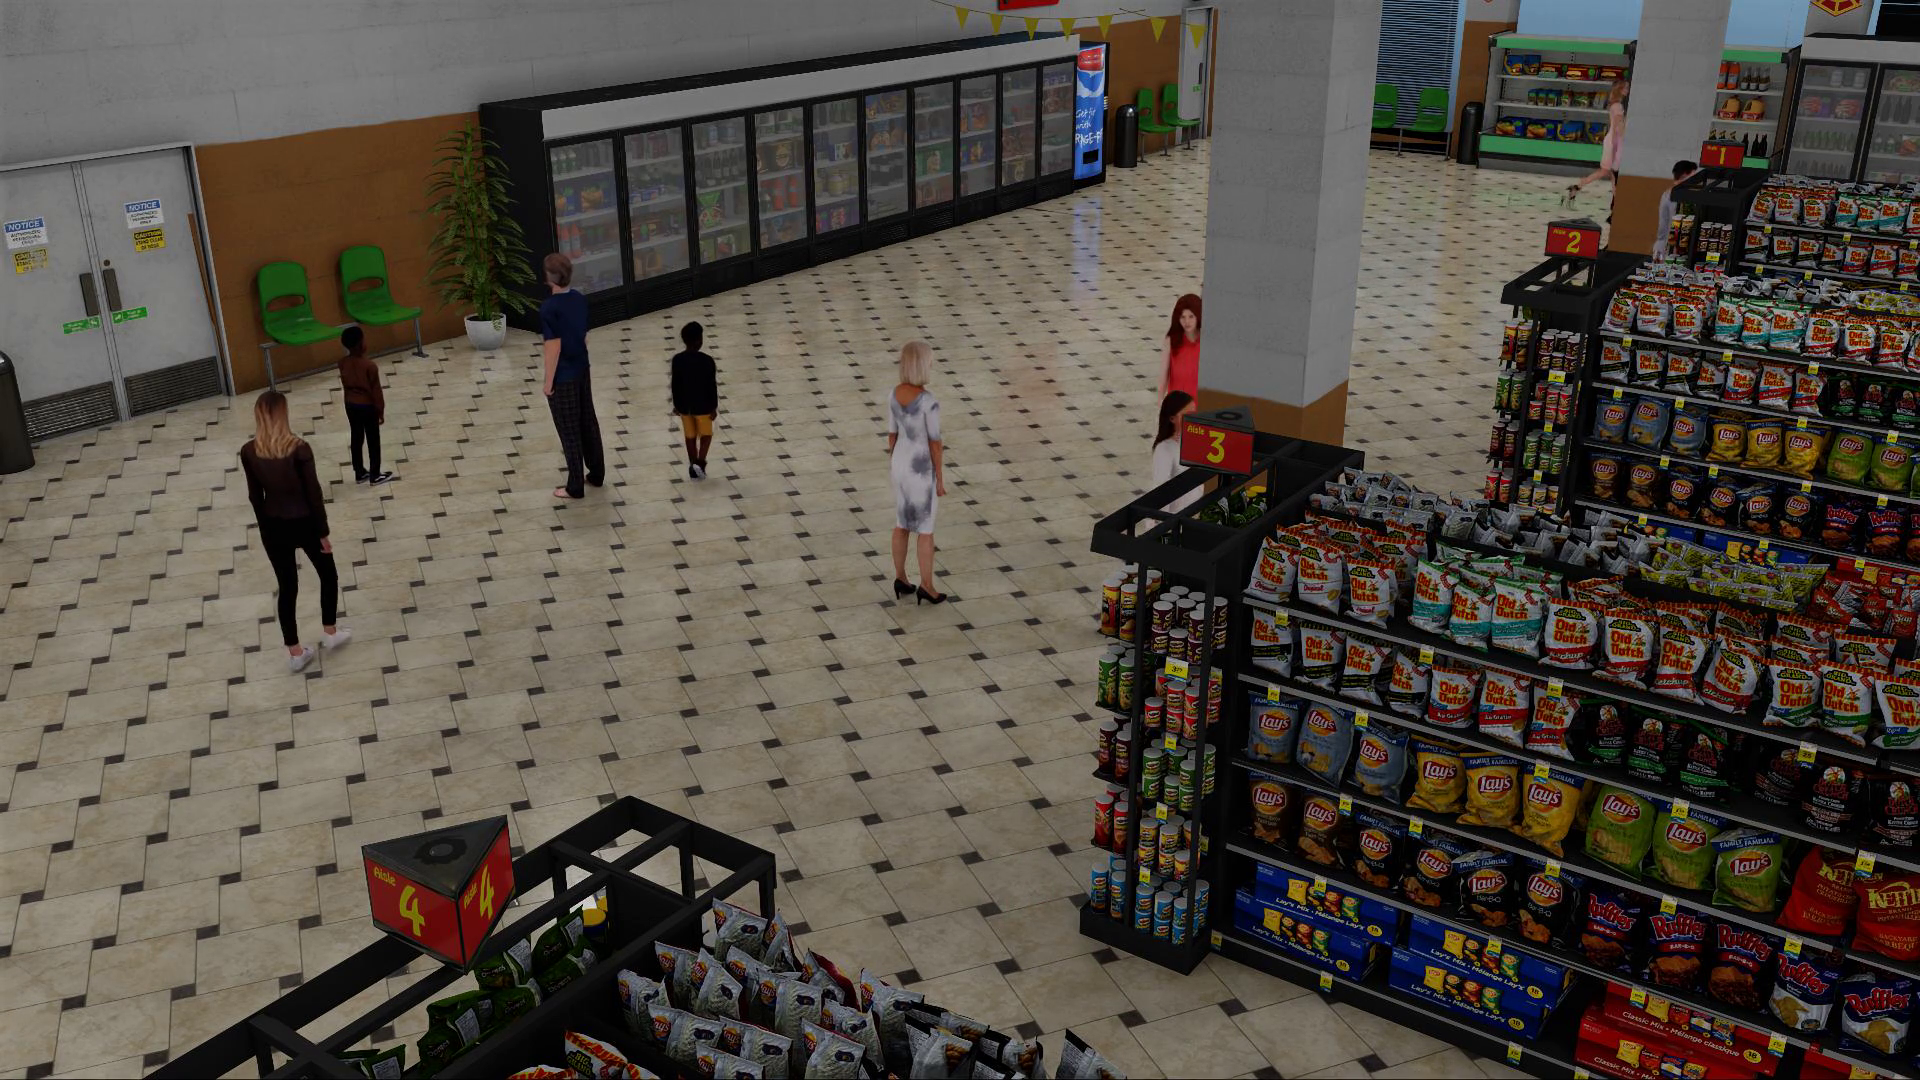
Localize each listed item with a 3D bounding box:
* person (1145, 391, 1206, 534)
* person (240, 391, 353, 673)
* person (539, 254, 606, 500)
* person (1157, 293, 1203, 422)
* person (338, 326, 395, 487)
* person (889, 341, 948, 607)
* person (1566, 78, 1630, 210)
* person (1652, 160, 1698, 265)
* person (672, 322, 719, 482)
[{"bbox_3d":[1.228,-0.102,10.029,0.993,1.671,0.687,11,24,26],"label":"person"},{"bbox_3d":[-3.976,-0.017,9.797,0.821,1.686,0.873,2,22,4],"label":"person"},{"bbox_3d":[-2.959,-1.248,12.616,0.596,1.870,0.693,10,24,24],"label":"person"},{"bbox_3d":[1.667,-0.908,11.907,1.055,1.767,0.980,-1,22,-1],"label":"person"},{"bbox_3d":[-4.659,-1.044,12.936,0.490,1.253,0.621,7,23,17],"label":"person"},{"bbox_3d":[-0.289,-0.430,10.741,0.457,1.750,0.634,17,27,36],"label":"person"},{"bbox_3d":[9.067,-5.539,23.382,1.157,1.804,0.851,5,23,13],"label":"person"},{"bbox_3d":[7.055,-2.884,16.758,1.093,1.817,0.883,5,22,13],"label":"person"},{"bbox_3d":[-2.075,-1.051,12.941,0.698,1.262,0.740,1,22,2],"label":"person"}]
